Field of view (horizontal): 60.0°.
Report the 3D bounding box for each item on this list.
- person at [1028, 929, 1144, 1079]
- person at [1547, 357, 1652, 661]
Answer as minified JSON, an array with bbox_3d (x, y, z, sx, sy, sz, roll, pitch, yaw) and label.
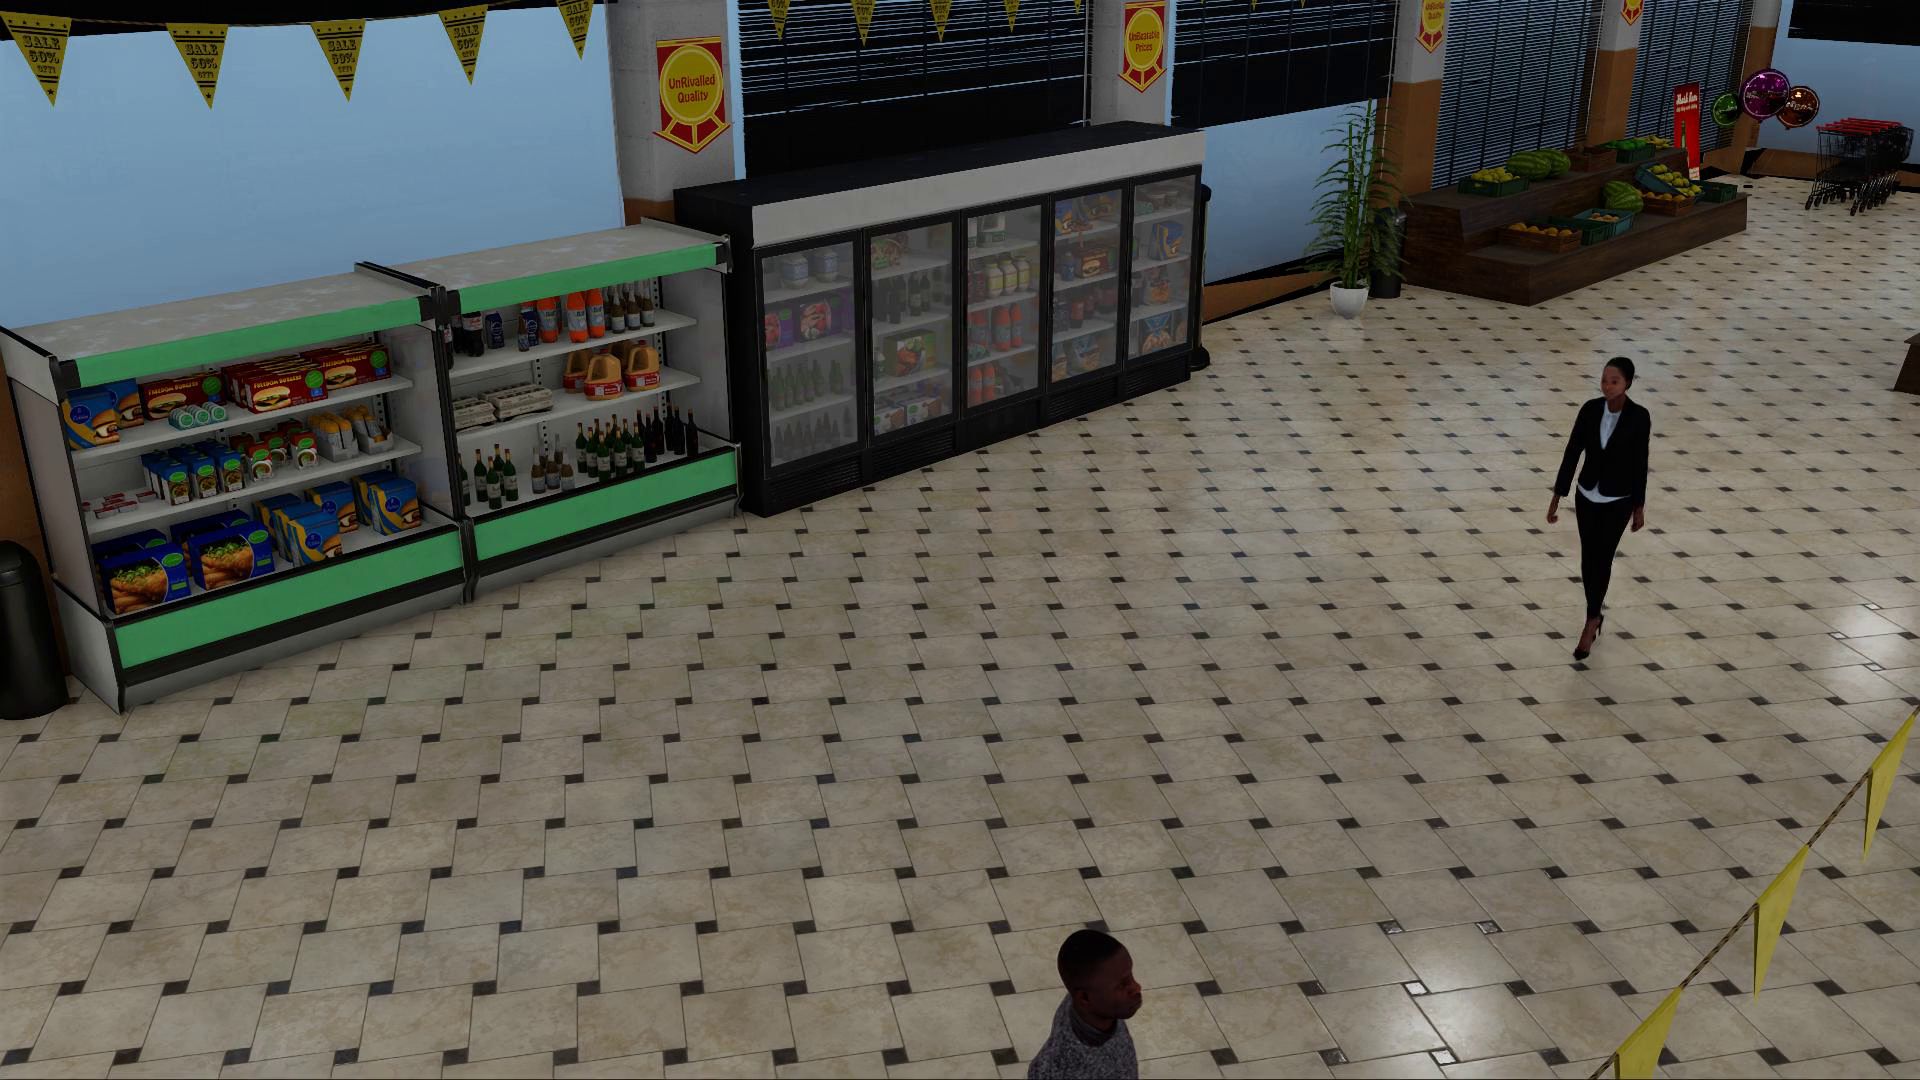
[{"bbox_3d":[0.334,1.885,4.719,0.830,1.837,0.690,6,23,13],"label":"person"},{"bbox_3d":[3.894,-0.218,9.973,0.649,1.820,0.728,20,29,40],"label":"person"}]
